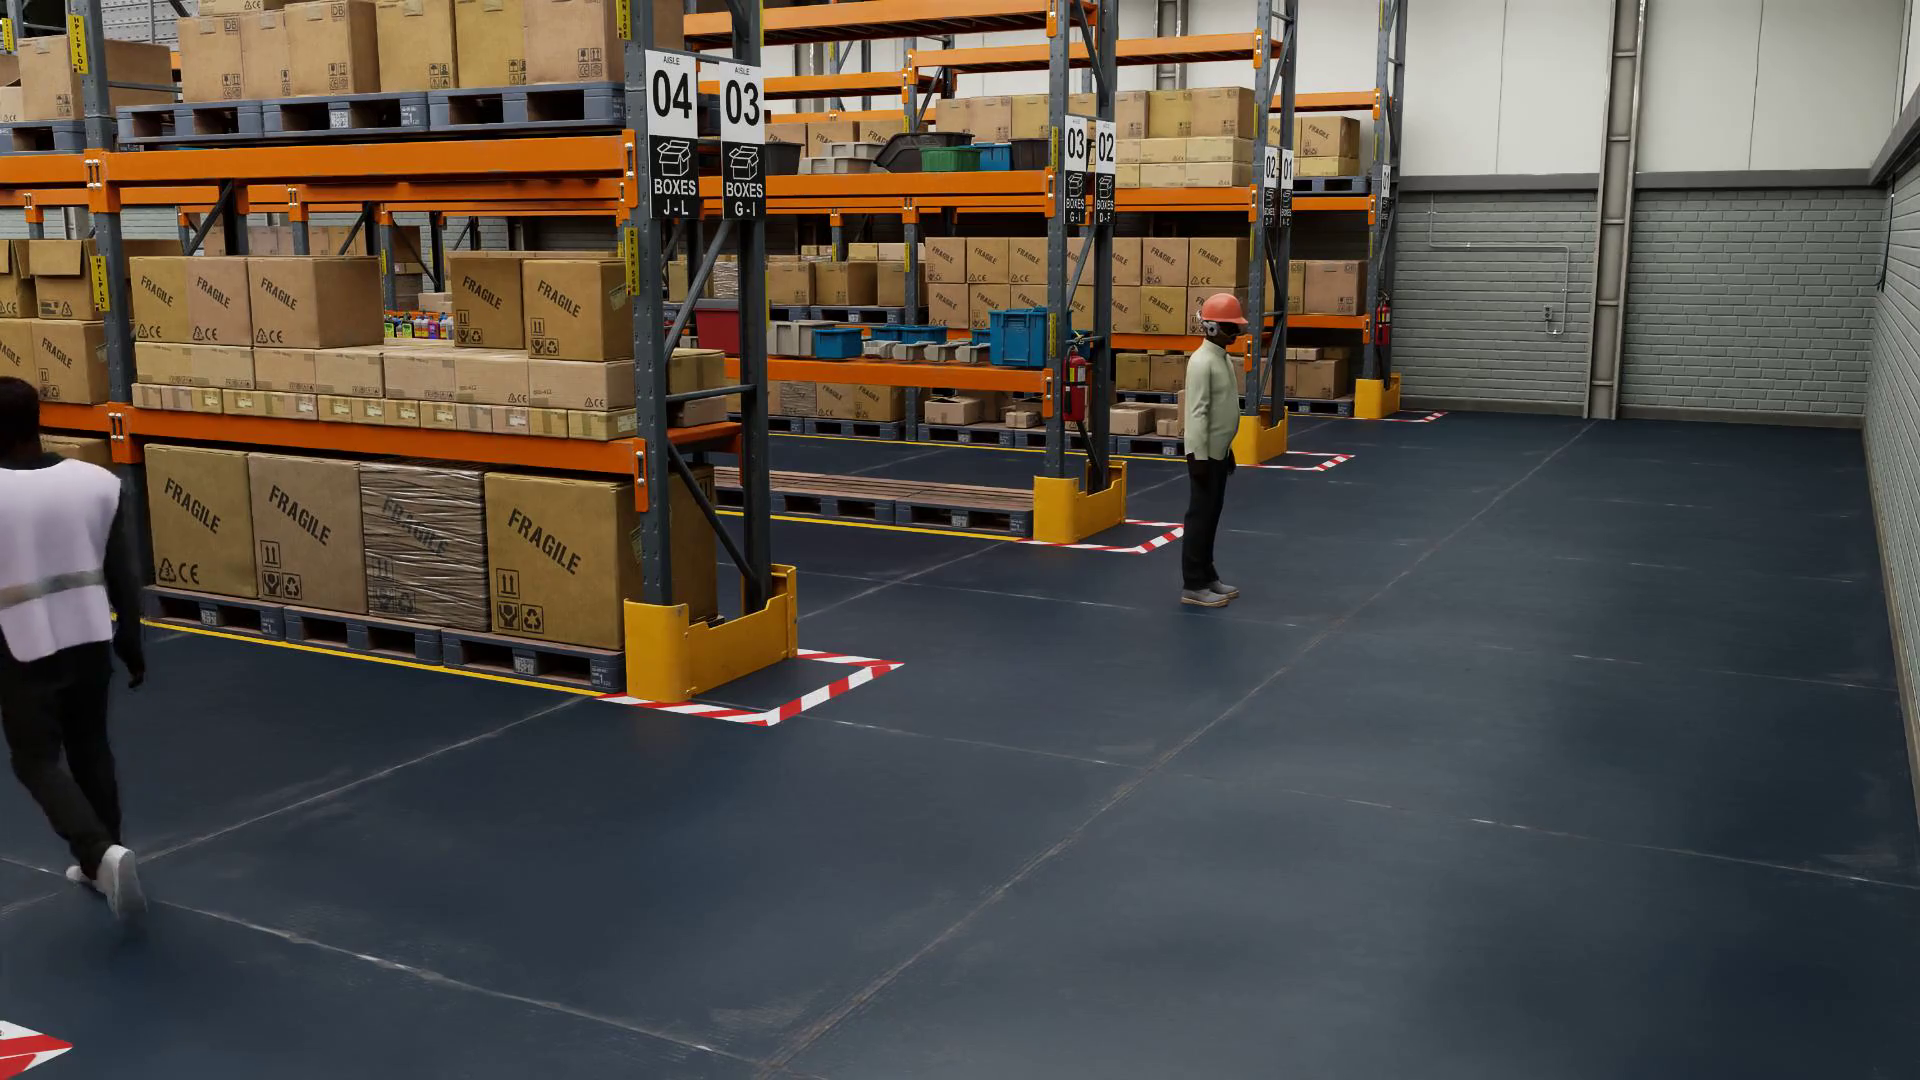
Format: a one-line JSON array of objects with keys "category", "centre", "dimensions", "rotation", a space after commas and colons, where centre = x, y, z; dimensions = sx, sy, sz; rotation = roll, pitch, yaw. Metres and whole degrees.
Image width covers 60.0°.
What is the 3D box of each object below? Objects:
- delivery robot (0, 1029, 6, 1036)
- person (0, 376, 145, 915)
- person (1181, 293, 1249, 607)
[{"category": "delivery robot", "centre": [-2.865, 1.261, 4.268], "dimensions": [0.707, 0.478, 0.477], "rotation": [-6, 12, -30]}, {"category": "person", "centre": [-3.060, 0.382, 5.681], "dimensions": [0.704, 1.890, 0.614], "rotation": [8, 13, 36]}, {"category": "person", "centre": [1.621, -0.572, 10.616], "dimensions": [0.403, 1.987, 0.610], "rotation": [4, 11, 22]}]
